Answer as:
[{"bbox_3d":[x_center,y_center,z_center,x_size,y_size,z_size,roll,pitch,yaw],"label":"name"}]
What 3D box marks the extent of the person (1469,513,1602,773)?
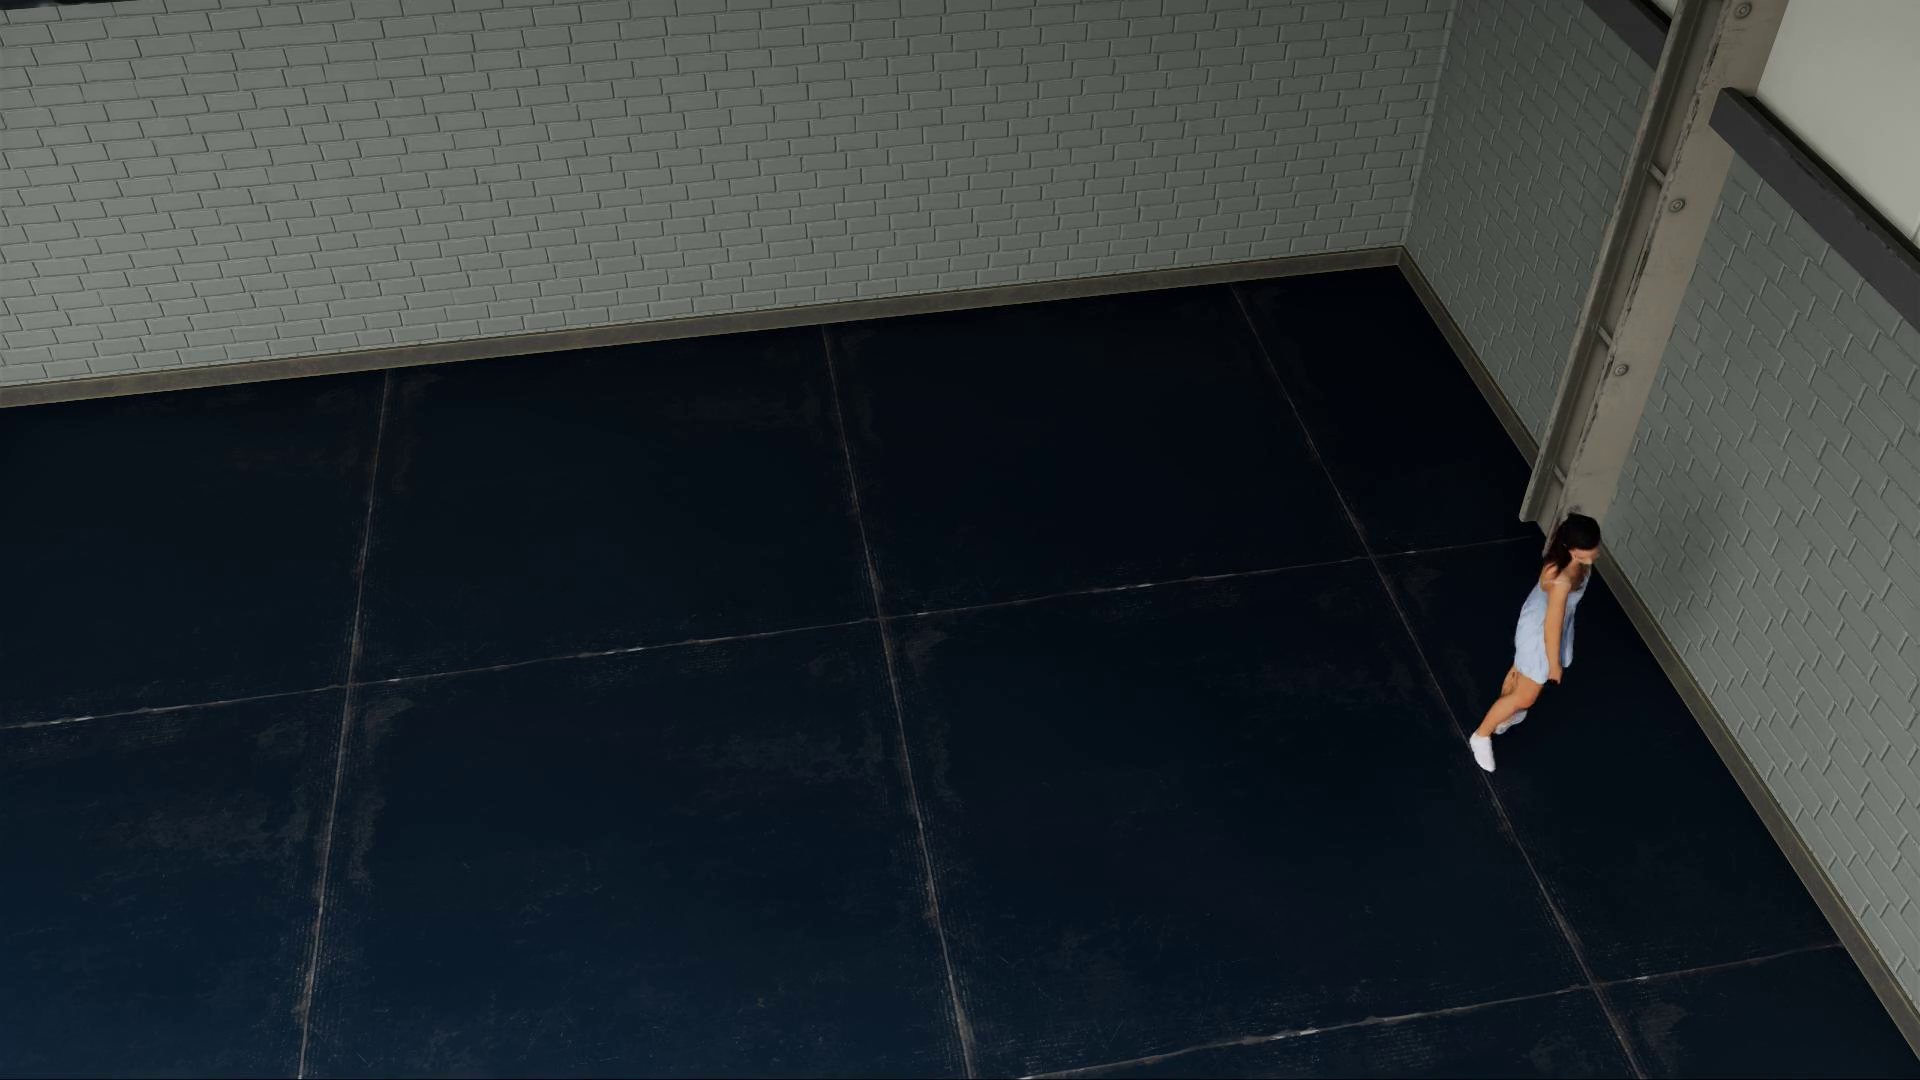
[{"bbox_3d":[2.959,0.419,8.473,0.874,1.699,0.731,2,43,2],"label":"person"}]
